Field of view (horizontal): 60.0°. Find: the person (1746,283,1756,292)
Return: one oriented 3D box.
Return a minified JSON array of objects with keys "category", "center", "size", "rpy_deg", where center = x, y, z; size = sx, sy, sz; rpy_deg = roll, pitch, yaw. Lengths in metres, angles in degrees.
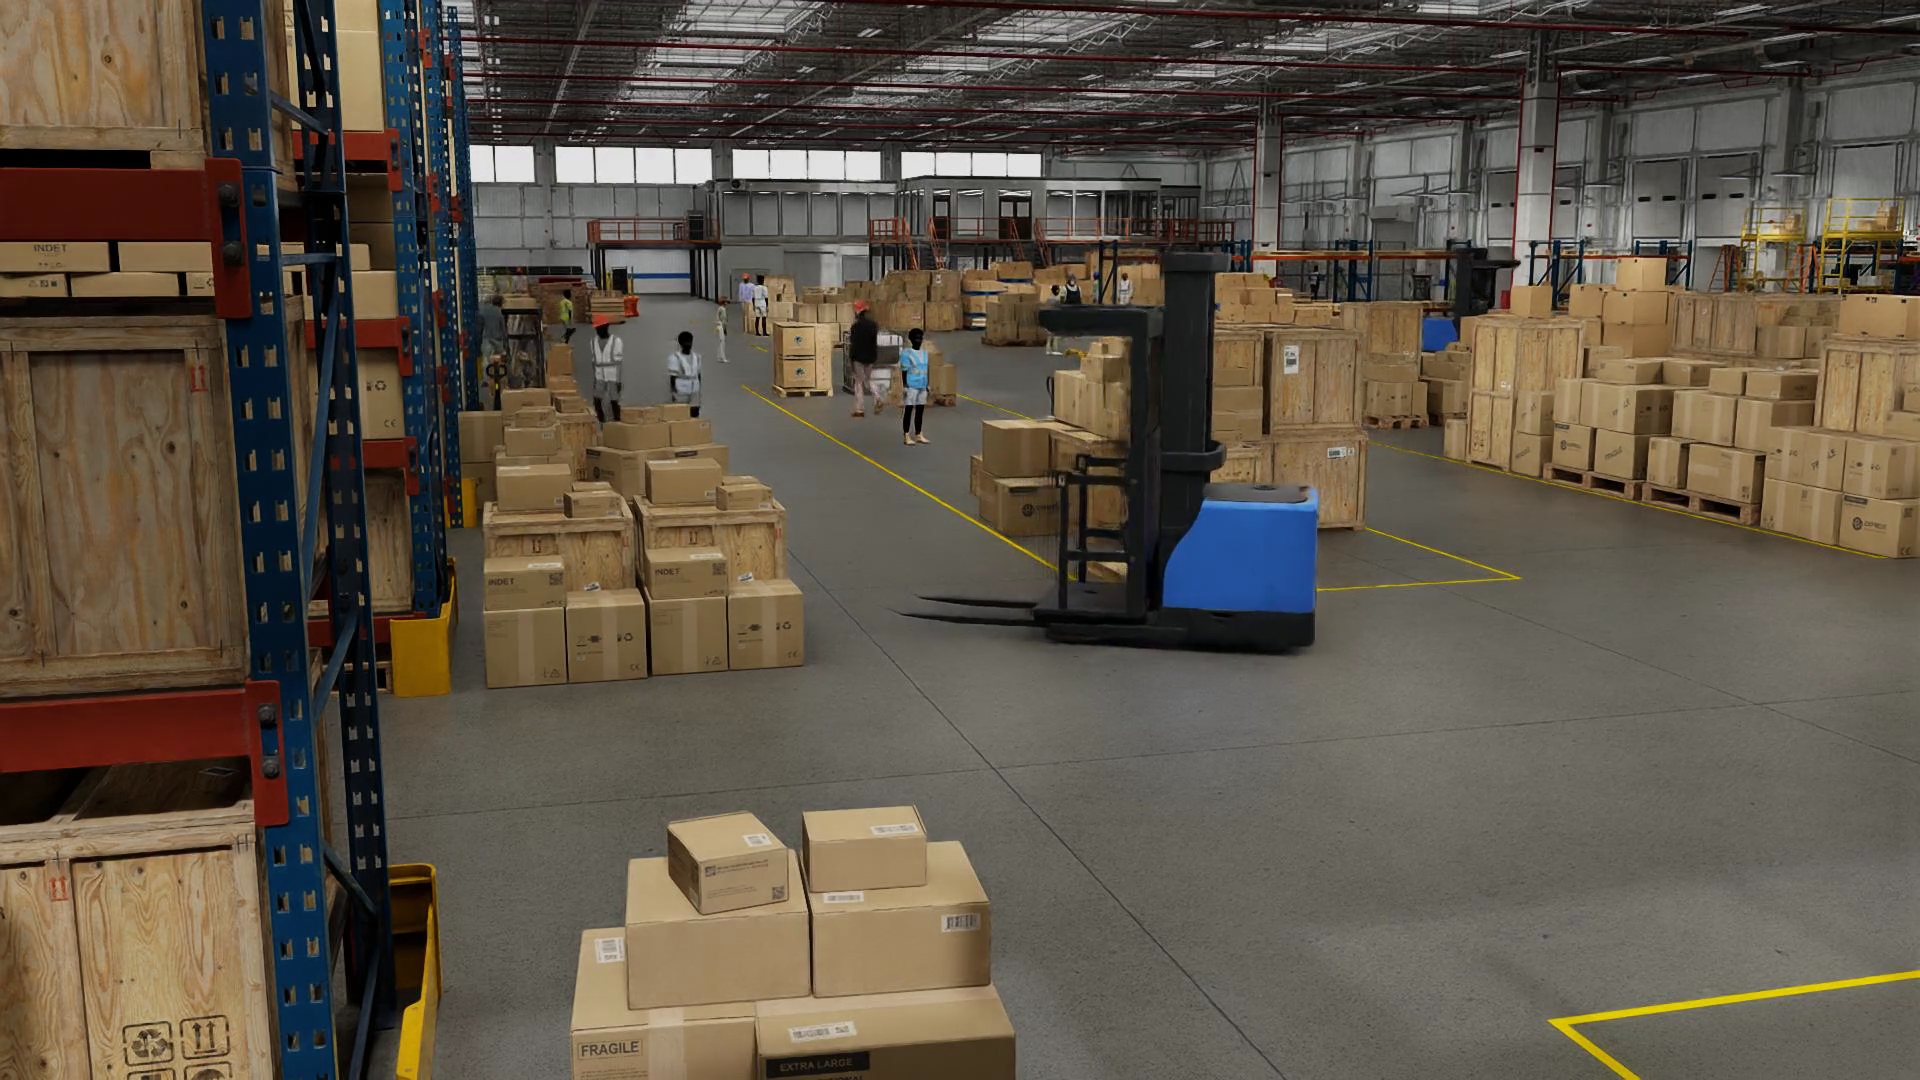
[{"category":"person","center":[20.927,-5.830,43.940],"size":[0.413,1.913,0.657],"rpy_deg":[9,13,40]}]

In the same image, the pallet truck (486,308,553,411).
[{"category":"pallet truck","center":[-6.242,-2.418,24.362],"size":[0.823,1.965,1.885],"rpy_deg":[1,10,3]}]

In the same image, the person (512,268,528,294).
[{"category":"person","center":[-18.982,-10.771,71.788],"size":[0.632,1.959,0.971],"rpy_deg":[0,10,-1]}]

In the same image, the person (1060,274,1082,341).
[{"category":"person","center":[3.407,-7.058,50.516],"size":[0.684,2.000,0.535],"rpy_deg":[-3,10,-17]}]

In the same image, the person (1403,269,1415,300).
[{"category":"person","center":[20.896,-11.674,77.281],"size":[0.951,1.830,0.520],"rpy_deg":[10,14,43]}]

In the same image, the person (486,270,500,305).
[{"category":"person","center":[-22.695,-12.263,80.956],"size":[0.895,1.697,0.495],"rpy_deg":[-3,10,-17]}]

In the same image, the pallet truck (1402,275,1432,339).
[{"category":"pallet truck","center":[14.620,-7.324,52.145],"size":[0.823,1.965,1.885],"rpy_deg":[8,13,40]}]

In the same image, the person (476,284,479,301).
[{"category":"person","center":[-19.109,-9.513,65.044],"size":[0.609,1.817,0.426],"rpy_deg":[-8,13,-37]}]

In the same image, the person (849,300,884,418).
[{"category":"person","center":[-1.597,-3.020,27.818],"size":[0.513,1.980,0.636],"rpy_deg":[9,13,41]}]

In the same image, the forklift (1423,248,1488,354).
[{"category":"forklift","center":[12.451,-5.743,40.690],"size":[1.129,2.768,1.873],"rpy_deg":[-9,13,-41]}]

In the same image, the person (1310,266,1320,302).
[{"category":"person","center":[17.736,-12.759,83.184],"size":[0.395,1.910,0.586],"rpy_deg":[-7,12,-36]}]

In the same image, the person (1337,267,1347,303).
[{"category":"person","center":[19.512,-13.005,84.893],"size":[0.639,1.787,0.953],"rpy_deg":[-2,10,-12]}]

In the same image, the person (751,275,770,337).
[{"category":"person","center":[-6.330,-7.438,52.875],"size":[0.602,1.967,0.368],"rpy_deg":[5,11,27]}]

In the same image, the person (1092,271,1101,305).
[{"category":"person","center":[5.061,-8.956,61.525],"size":[0.406,1.945,0.614],"rpy_deg":[4,11,21]}]

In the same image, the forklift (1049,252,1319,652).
[{"category":"forklift","center":[1.674,-0.694,12.101],"size":[1.873,2.768,1.129],"rpy_deg":[2,10,12]}]

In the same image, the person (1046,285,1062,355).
[{"category":"person","center":[2.505,-5.831,44.099],"size":[0.332,1.859,0.531],"rpy_deg":[-8,13,-39]}]

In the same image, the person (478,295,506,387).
[{"category":"person","center":[-9.599,-4.092,34.221],"size":[0.738,1.873,1.012],"rpy_deg":[1,10,6]}]

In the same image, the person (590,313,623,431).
[{"category":"person","center":[-5.135,-2.339,24.176],"size":[0.569,1.911,0.564],"rpy_deg":[3,10,15]}]

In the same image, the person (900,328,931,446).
[{"category":"person","center":[-0.637,-2.222,24.102],"size":[0.316,1.697,0.542],"rpy_deg":[10,14,43]}]

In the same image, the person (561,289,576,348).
[{"category":"person","center":[-11.027,-6.210,46.726],"size":[0.392,1.688,0.536],"rpy_deg":[-8,13,-38]}]

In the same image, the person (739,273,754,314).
[{"category":"person","center":[-7.685,-8.672,60.006],"size":[0.545,1.924,0.547],"rpy_deg":[1,10,6]}]

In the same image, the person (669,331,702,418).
[{"category":"person","center":[-3.938,-2.146,23.731],"size":[0.535,1.678,0.599],"rpy_deg":[-9,13,-40]}]

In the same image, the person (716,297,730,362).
[{"category":"person","center":[-5.895,-5.221,41.285],"size":[0.316,1.629,0.507],"rpy_deg":[-3,10,-16]}]

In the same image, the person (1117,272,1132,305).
[{"category":"person","center":[6.470,-9.586,65.339],"size":[0.583,1.869,0.410],"rpy_deg":[1,10,4]}]
